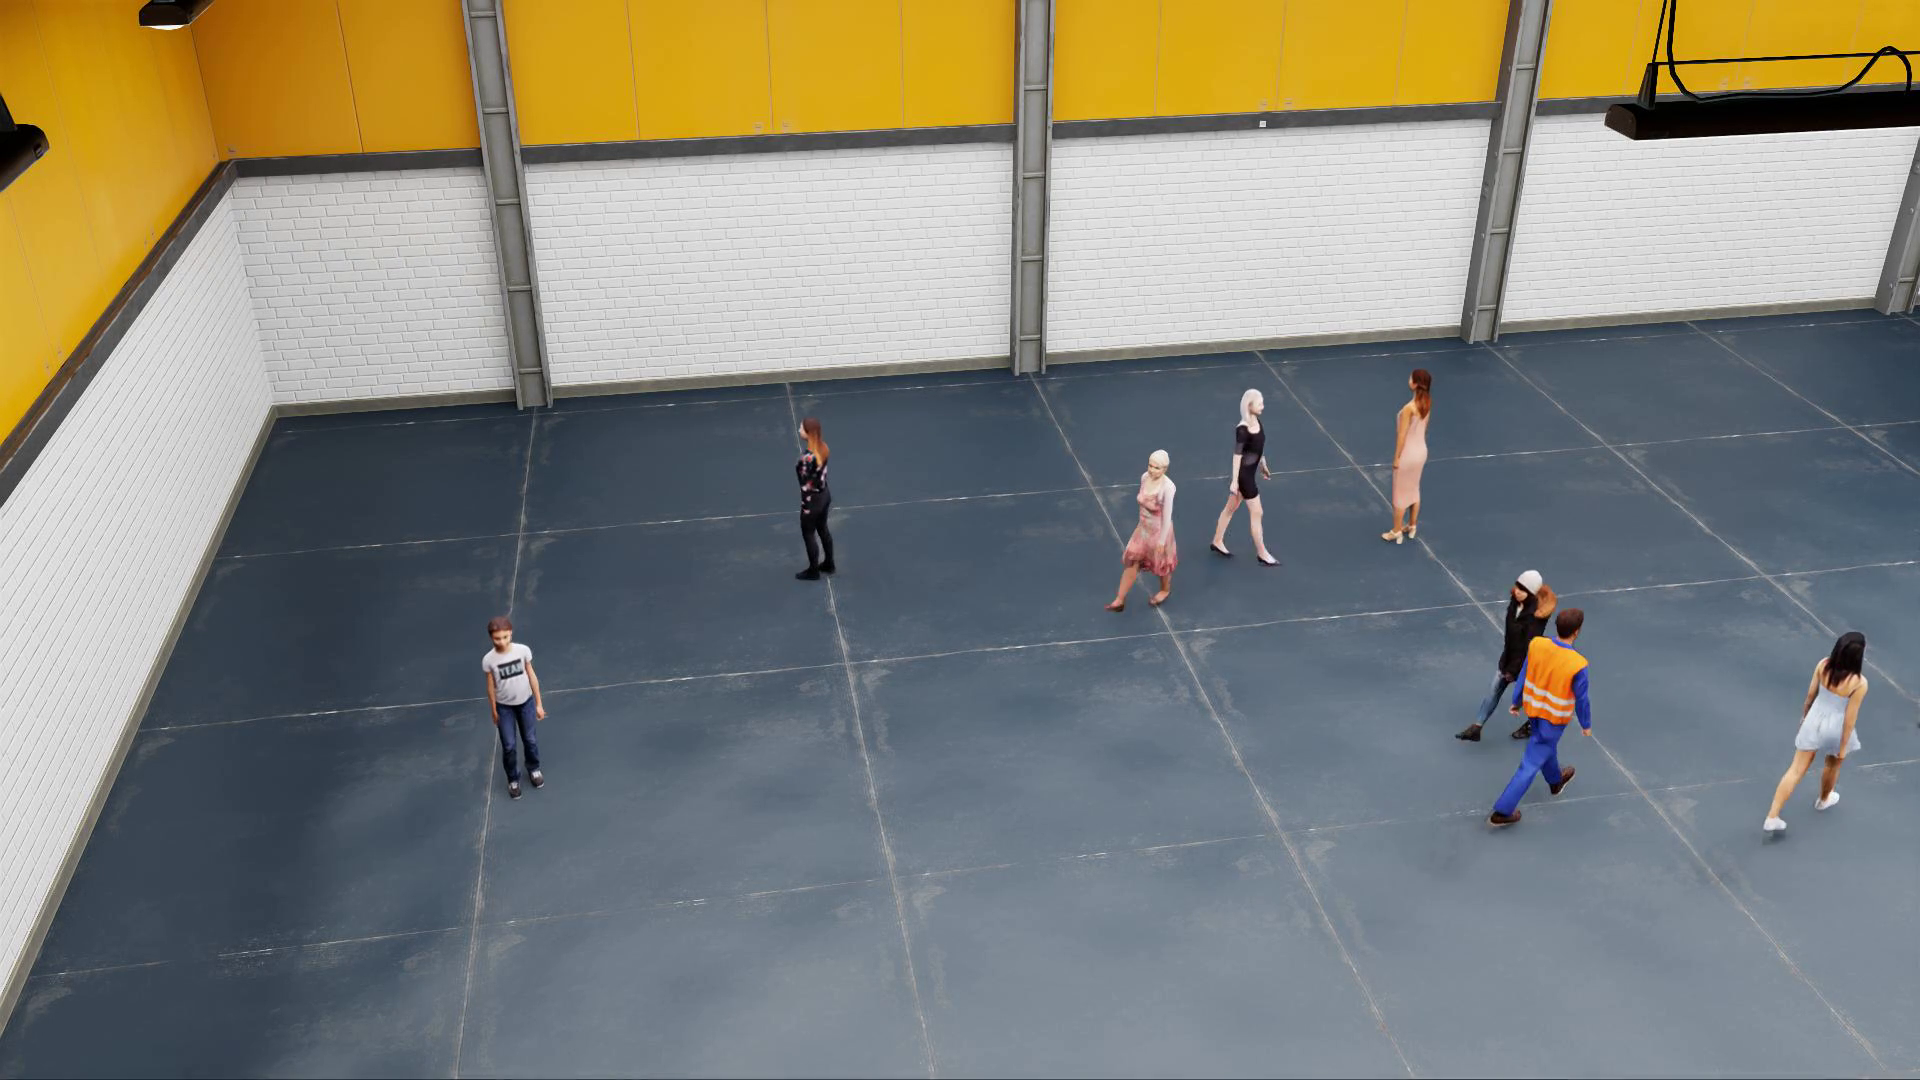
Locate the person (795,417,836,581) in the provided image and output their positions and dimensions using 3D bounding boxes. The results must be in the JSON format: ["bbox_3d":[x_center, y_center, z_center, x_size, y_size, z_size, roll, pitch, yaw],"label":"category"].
[{"bbox_3d":[-1.339,-0.408,15.851,0.698,1.678,0.679,9,30,15],"label":"person"}]

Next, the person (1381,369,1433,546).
[{"bbox_3d":[4.474,-0.827,16.460,0.621,1.830,0.729,-21,35,-33],"label":"person"}]

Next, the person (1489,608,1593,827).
[{"bbox_3d":[4.336,1.370,12.453,1.327,1.810,1.038,-17,33,-28],"label":"person"}]

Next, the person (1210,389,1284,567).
[{"bbox_3d":[2.670,-0.621,16.110,1.065,1.803,0.903,10,30,18],"label":"person"}]

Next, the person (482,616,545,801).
[{"bbox_3d":[-3.462,1.247,12.944,0.587,1.555,0.672,-13,31,-23],"label":"person"}]

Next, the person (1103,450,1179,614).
[{"bbox_3d":[1.847,-0.088,15.291,1.112,1.652,0.916,-20,34,-32],"label":"person"}]

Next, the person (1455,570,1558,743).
[{"bbox_3d":[4.595,0.965,13.421,1.066,1.595,0.762,-12,31,-20],"label":"person"}]

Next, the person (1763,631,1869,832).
[{"bbox_3d":[6.397,1.459,12.418,1.218,1.687,0.907,-18,33,-29],"label":"person"}]
